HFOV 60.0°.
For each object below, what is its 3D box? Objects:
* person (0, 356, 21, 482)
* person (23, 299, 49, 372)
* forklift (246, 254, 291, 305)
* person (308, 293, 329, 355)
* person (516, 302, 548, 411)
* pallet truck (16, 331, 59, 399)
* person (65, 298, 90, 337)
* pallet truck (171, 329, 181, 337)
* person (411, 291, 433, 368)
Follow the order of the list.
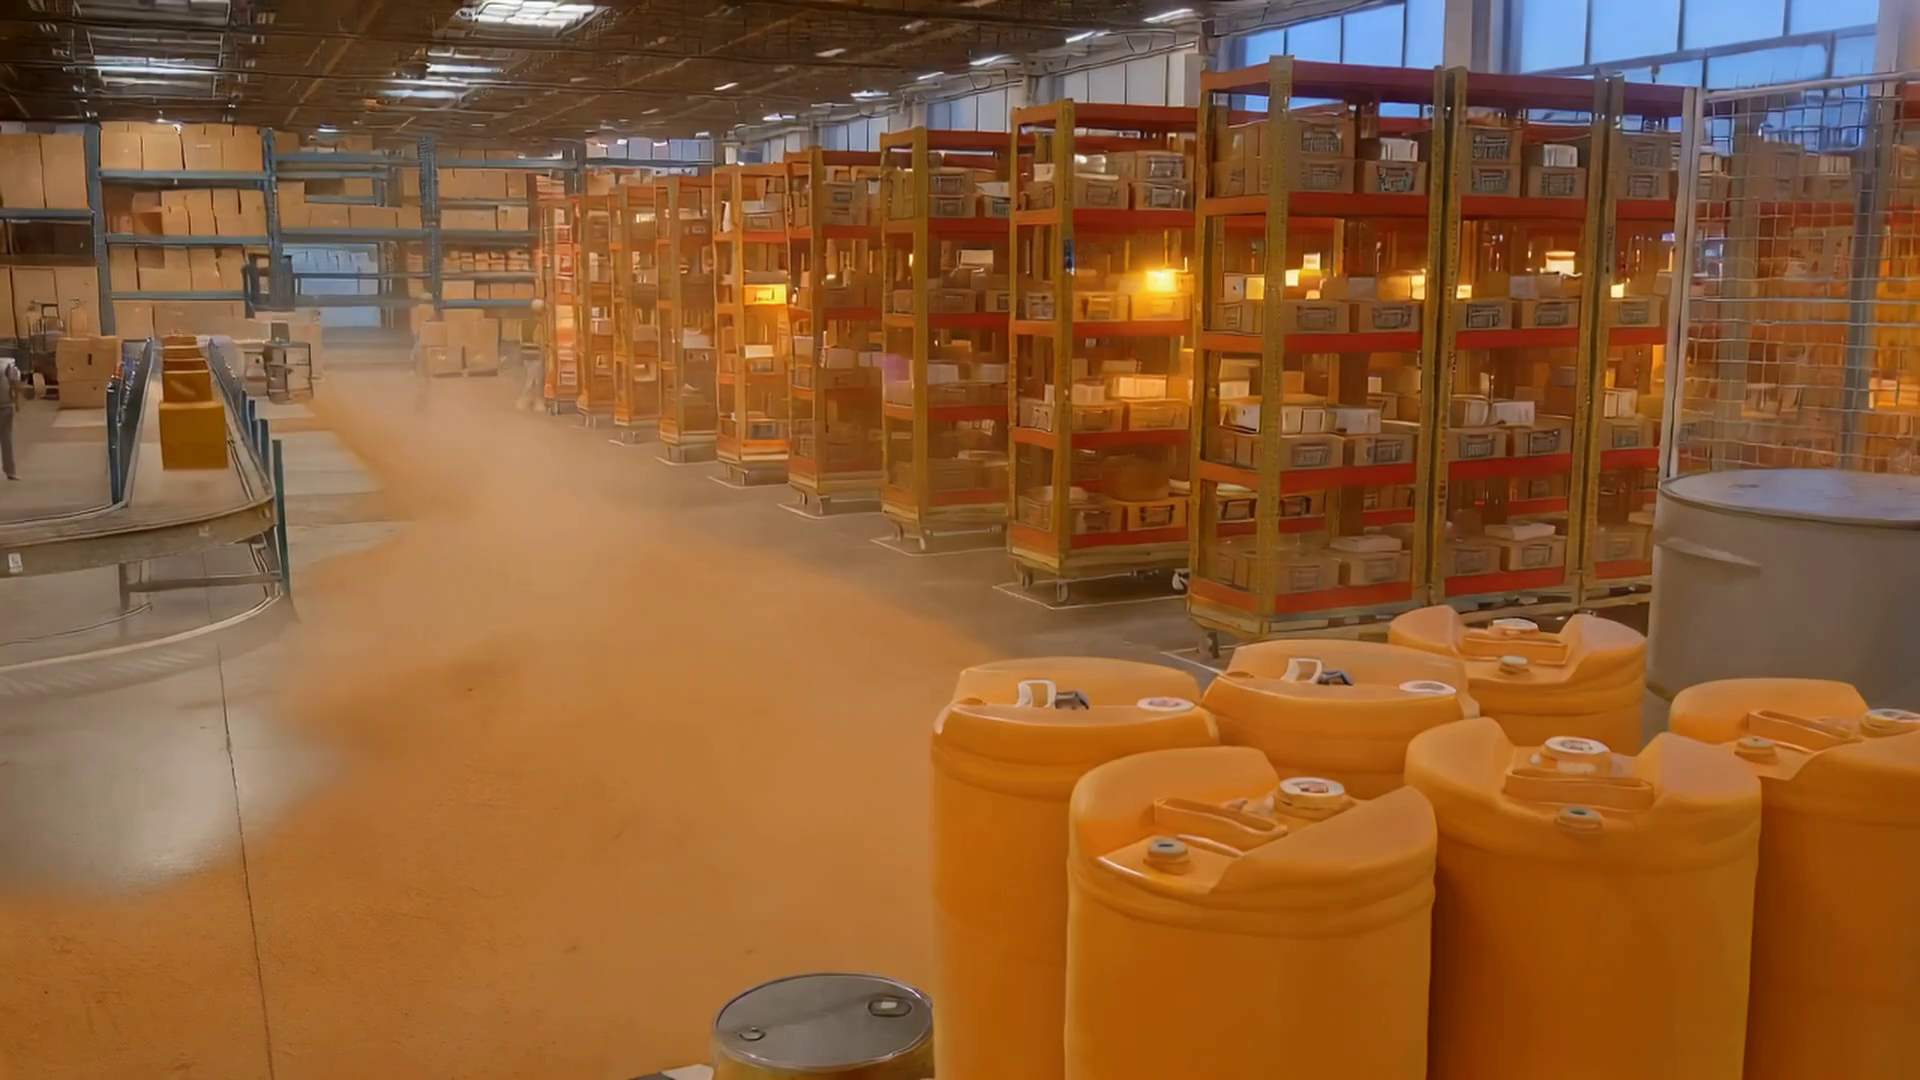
[{"bbox_3d":[-11.019,-1.522,18.974,0.525,1.770,0.307,-8,12,-42],"label":"person"},{"bbox_3d":[-22.325,-4.943,40.214,0.526,1.765,0.329,-2,9,-15],"label":"person"},{"bbox_3d":[-16.141,-5.309,39.029,1.129,2.768,1.873,-3,10,-16],"label":"forklift"},{"bbox_3d":[-18.730,-6.234,48.088,0.786,1.808,0.586,-5,10,-29],"label":"person"},{"bbox_3d":[-7.374,-3.137,28.594,0.646,1.904,0.821,5,10,28],"label":"person"},{"bbox_3d":[-17.082,-3.353,31.781,1.630,1.274,0.653,-4,10,-25],"label":"pallet truck"},{"bbox_3d":[-20.233,-4.633,38.129,0.403,1.822,0.591,4,10,26],"label":"person"},{"bbox_3d":[-17.275,-3.851,35.096,1.601,1.201,0.680,0,9,1],"label":"pallet truck"},{"bbox_3d":[-13.427,-5.260,41.617,1.015,1.951,0.636,6,11,32],"label":"person"}]
